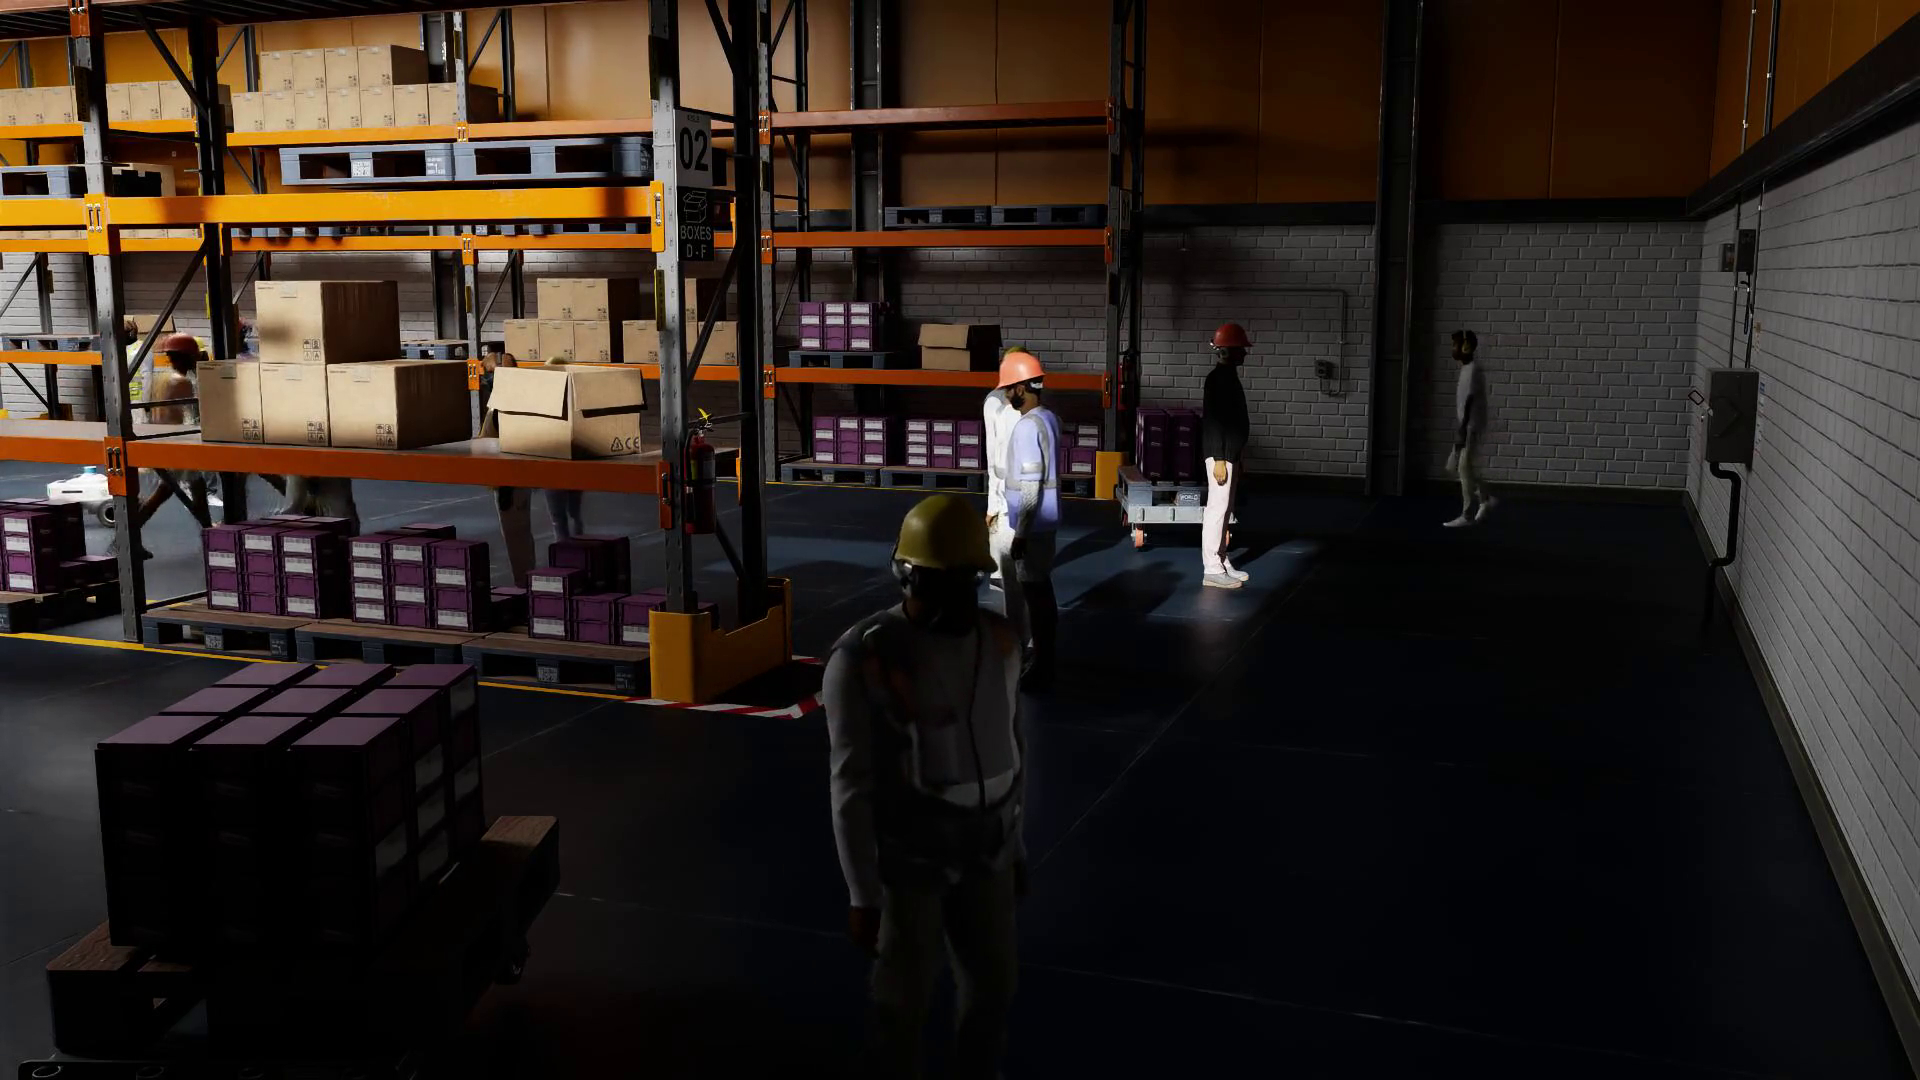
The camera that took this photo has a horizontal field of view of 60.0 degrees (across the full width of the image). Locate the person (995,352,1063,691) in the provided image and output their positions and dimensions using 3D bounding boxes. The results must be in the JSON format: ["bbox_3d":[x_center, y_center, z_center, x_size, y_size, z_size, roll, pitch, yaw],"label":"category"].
[{"bbox_3d":[0.380,-0.099,9.447,0.391,1.924,0.547,3,9,16],"label":"person"}]

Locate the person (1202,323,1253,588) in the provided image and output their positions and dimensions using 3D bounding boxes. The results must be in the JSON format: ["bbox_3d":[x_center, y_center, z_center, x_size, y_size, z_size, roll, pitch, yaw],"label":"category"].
[{"bbox_3d":[2.020,-0.643,12.639,0.376,1.995,0.612,3,10,20],"label":"person"}]

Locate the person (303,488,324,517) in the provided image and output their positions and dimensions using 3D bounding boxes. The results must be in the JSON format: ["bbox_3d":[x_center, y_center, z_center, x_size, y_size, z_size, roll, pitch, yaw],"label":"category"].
[{"bbox_3d":[-5.693,-0.885,14.332,0.363,1.939,0.542,0,9,0],"label":"person"}]

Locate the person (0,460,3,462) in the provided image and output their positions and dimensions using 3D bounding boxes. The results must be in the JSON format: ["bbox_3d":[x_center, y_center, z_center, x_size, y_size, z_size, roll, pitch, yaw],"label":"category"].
[{"bbox_3d":[-12.324,-1.907,20.843,0.566,1.910,0.562,6,11,32],"label":"person"}]

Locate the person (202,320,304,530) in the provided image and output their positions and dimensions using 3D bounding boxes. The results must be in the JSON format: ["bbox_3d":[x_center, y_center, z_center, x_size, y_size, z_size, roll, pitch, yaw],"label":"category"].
[{"bbox_3d":[-6.412,-1.035,15.075,0.886,2.011,0.633,0,9,-2],"label":"person"}]

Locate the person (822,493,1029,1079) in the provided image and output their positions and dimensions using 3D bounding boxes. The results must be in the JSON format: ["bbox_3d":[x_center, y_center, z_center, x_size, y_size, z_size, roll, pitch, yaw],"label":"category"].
[{"bbox_3d":[-0.057,0.784,4.206,0.603,1.829,0.403,-6,11,-33],"label":"person"}]

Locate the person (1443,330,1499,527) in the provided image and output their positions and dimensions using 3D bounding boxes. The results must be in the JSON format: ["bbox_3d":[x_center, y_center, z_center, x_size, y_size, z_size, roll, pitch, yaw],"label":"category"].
[{"bbox_3d":[4.761,-1.026,15.511,0.442,1.850,0.552,1,9,8],"label":"person"}]

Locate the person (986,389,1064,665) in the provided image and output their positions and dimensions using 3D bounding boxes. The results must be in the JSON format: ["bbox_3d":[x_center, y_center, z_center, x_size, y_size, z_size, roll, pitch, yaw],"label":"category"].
[{"bbox_3d":[0.379,-0.174,10.066,0.364,1.878,0.584,-8,12,-40],"label":"person"}]

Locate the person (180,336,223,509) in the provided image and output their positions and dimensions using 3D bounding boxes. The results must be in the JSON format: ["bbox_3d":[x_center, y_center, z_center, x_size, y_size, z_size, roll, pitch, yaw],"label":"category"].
[{"bbox_3d":[-7.699,-1.186,16.838,0.314,1.743,0.493,7,12,39],"label":"person"}]

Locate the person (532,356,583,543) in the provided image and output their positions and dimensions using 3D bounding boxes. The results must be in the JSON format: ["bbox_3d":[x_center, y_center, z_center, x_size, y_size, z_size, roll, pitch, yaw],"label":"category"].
[{"bbox_3d":[-3.046,-0.516,12.631,0.526,1.750,0.521,-7,12,-39],"label":"person"}]

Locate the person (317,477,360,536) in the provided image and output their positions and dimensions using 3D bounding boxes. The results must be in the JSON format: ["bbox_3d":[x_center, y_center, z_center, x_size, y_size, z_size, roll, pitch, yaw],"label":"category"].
[{"bbox_3d":[-4.908,-0.662,12.945,0.371,1.935,0.629,-8,12,-39],"label":"person"}]

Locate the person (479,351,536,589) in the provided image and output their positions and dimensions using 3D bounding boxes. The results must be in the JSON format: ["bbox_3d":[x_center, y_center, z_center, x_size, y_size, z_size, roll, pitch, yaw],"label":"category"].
[{"bbox_3d":[-3.139,-0.390,11.571,0.430,1.836,0.620,-2,9,-12],"label":"person"}]

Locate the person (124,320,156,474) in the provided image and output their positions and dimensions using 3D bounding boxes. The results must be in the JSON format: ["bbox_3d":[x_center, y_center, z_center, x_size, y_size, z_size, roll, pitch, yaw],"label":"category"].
[{"bbox_3d":[-9.845,-1.698,19.789,0.625,1.837,0.428,5,11,31],"label":"person"}]

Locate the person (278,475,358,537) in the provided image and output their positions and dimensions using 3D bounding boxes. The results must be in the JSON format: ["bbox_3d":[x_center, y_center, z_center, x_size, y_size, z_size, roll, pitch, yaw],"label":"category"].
[{"bbox_3d":[-4.910,-0.583,12.679,1.065,1.864,0.589,3,9,16],"label":"person"}]

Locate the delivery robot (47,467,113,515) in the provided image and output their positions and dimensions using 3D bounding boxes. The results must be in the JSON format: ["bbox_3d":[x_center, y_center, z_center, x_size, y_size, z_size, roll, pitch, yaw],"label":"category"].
[{"bbox_3d":[-8.153,-0.447,15.619,0.707,0.478,0.477,-2,9,-11],"label":"delivery robot"}]

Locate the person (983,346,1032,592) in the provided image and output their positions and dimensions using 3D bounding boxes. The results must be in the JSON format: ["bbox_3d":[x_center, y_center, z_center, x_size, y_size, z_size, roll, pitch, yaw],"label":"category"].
[{"bbox_3d":[0.417,-0.533,12.456,0.404,1.829,0.600,6,11,34],"label":"person"}]

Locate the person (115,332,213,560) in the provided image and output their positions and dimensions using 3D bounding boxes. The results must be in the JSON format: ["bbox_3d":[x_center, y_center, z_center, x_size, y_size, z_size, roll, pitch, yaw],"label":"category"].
[{"bbox_3d":[-6.619,-0.786,13.925,0.992,1.897,0.584,-6,11,-35],"label":"person"}]
